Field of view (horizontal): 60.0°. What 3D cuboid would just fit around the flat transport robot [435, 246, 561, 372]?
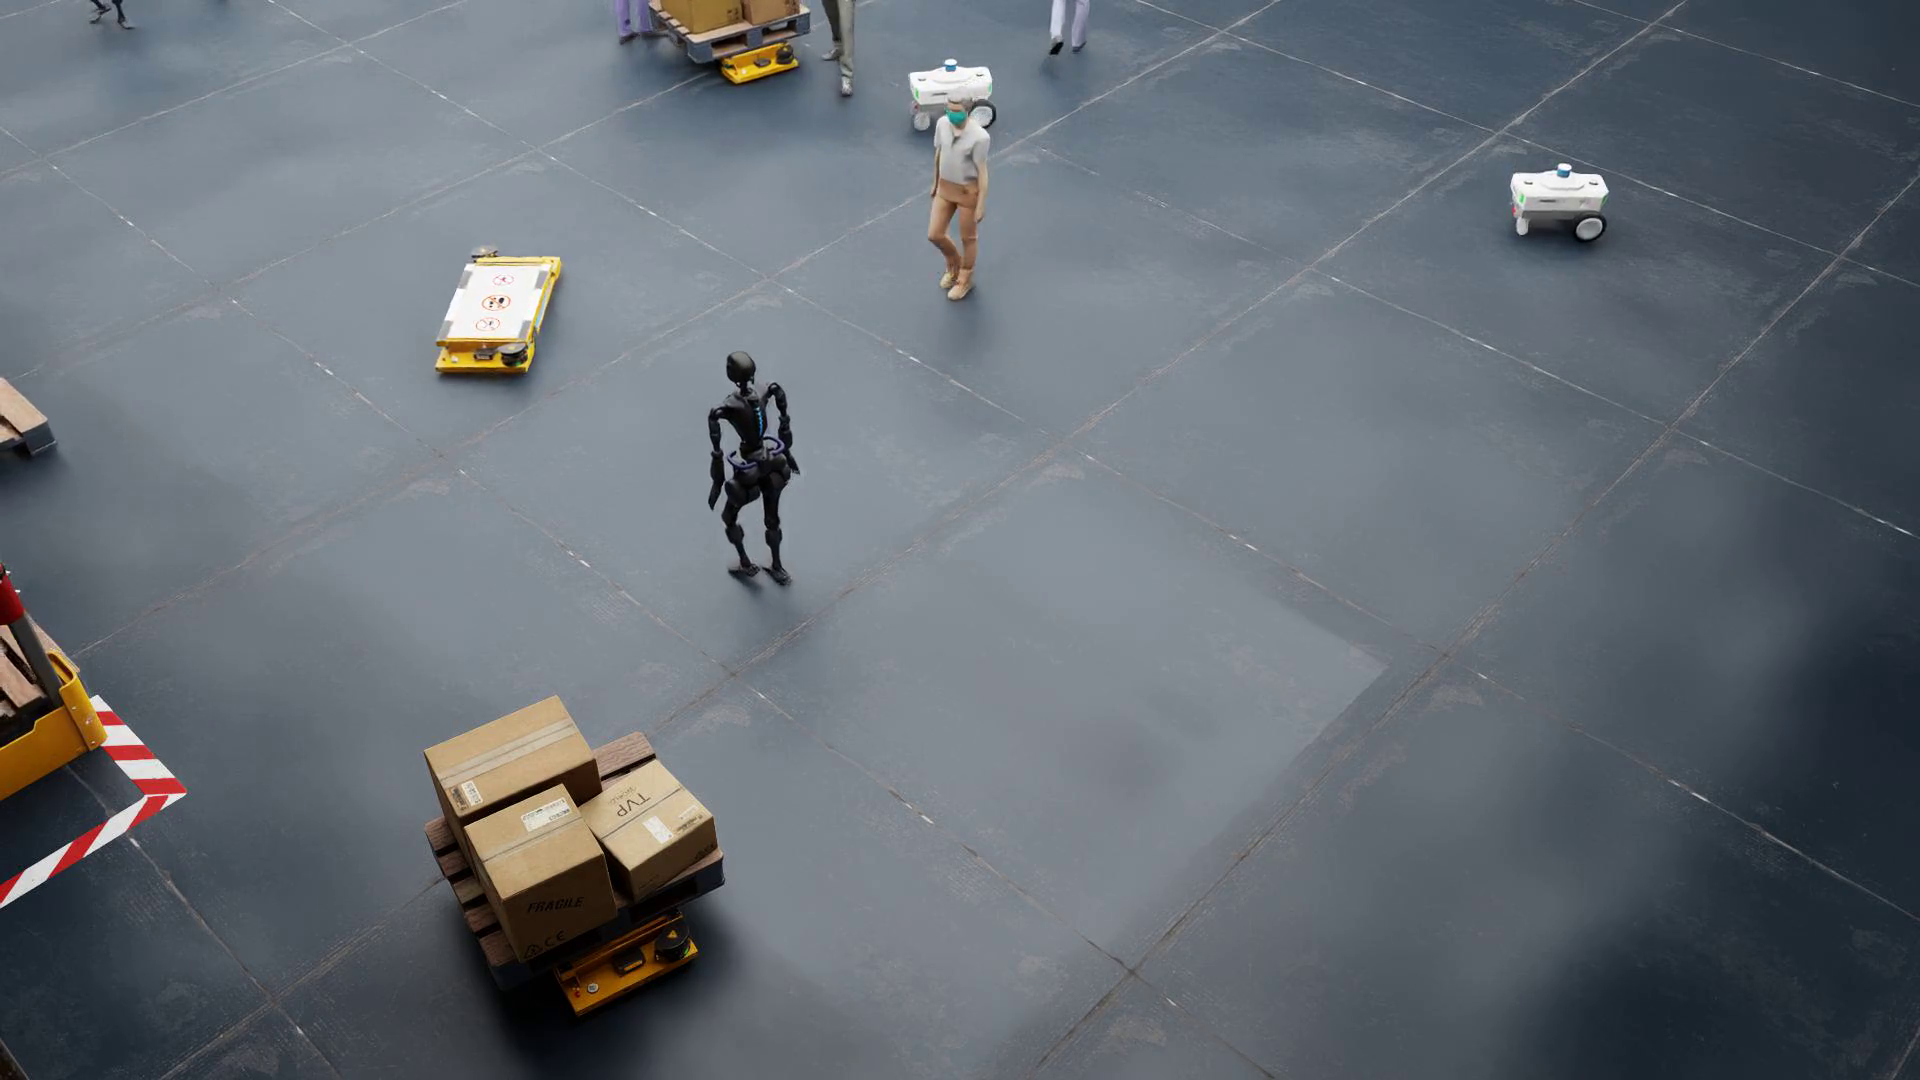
[{"bbox_3d":[-3.446,-1.734,12.453,0.659,0.231,1.431,0,42,0],"label":"flat transport robot"}]

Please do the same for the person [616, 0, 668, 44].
[{"bbox_3d":[-3.089,-5.537,15.519,0.538,1.821,0.621,-32,51,-31],"label":"person"}]

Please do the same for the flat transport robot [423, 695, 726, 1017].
[{"bbox_3d":[-1.960,1.745,8.587,0.659,0.231,1.431,-23,47,-23],"label":"flat transport robot"}]

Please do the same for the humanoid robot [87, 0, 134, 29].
[{"bbox_3d":[-8.276,-5.683,15.796,0.612,1.644,0.482,-5,42,-5],"label":"humanoid robot"}]

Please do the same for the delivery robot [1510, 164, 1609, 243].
[{"bbox_3d":[4.812,-2.728,13.348,0.771,0.600,0.501,1,42,1],"label":"delivery robot"}]

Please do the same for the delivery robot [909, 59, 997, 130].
[{"bbox_3d":[-0.057,-3.951,14.705,0.779,0.597,0.499,-7,42,-7],"label":"delivery robot"}]

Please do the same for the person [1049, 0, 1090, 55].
[{"bbox_3d":[1.076,-5.331,15.297,0.611,1.813,0.578,6,42,7],"label":"person"}]

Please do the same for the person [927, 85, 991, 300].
[{"bbox_3d":[-0.027,-2.546,12.258,0.514,1.733,0.395,23,47,24],"label":"person"}]

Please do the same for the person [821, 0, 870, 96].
[{"bbox_3d":[-1.133,-5.013,14.968,0.644,1.784,0.918,8,43,8],"label":"person"}]

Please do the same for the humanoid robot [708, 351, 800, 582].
[{"bbox_3d":[-1.248,-0.439,9.963,0.615,1.643,0.458,-29,50,-29],"label":"humanoid robot"}]

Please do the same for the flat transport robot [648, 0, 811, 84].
[{"bbox_3d":[-2.174,-4.759,15.815,0.659,0.231,1.431,-24,47,-24],"label":"flat transport robot"}]
